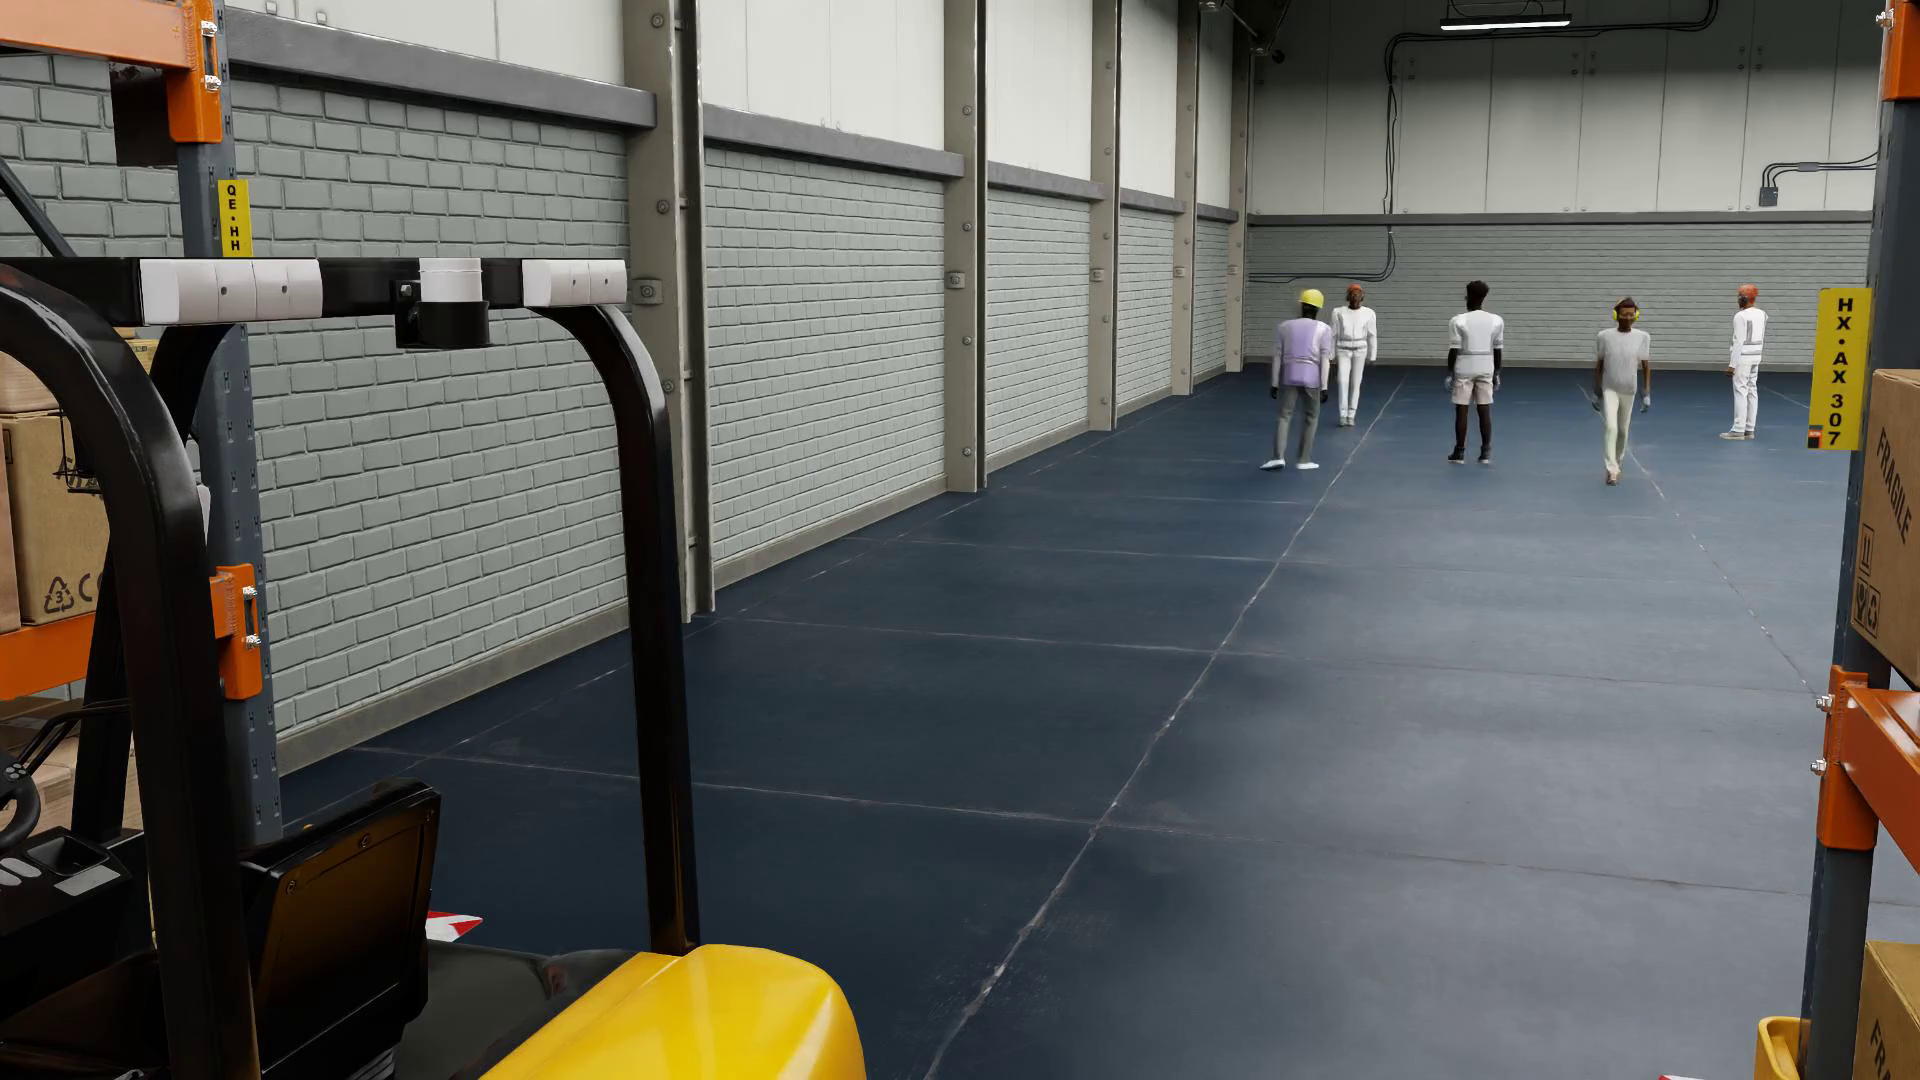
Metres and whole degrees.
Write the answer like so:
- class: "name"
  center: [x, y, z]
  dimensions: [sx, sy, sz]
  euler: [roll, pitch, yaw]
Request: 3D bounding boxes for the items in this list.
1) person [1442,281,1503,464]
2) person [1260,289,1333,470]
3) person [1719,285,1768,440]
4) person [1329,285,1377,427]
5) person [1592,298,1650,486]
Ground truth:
- class: "person"
  center: [5.490, -1.783, 17.839]
  dimensions: [0.650, 1.965, 0.484]
  euler: [-1, 10, -5]
- class: "person"
  center: [3.512, -1.645, 17.235]
  dimensions: [0.632, 1.888, 0.671]
  euler: [5, 11, 28]
- class: "person"
  center: [9.564, -2.161, 20.281]
  dimensions: [0.573, 1.883, 0.356]
  euler: [-7, 12, -35]
- class: "person"
  center: [5.127, -2.386, 21.690]
  dimensions: [0.612, 1.852, 0.854]
  euler: [1, 10, 9]
- class: "person"
  center: [6.526, -1.477, 16.416]
  dimensions: [0.521, 1.823, 0.978]
  euler: [2, 10, 14]
